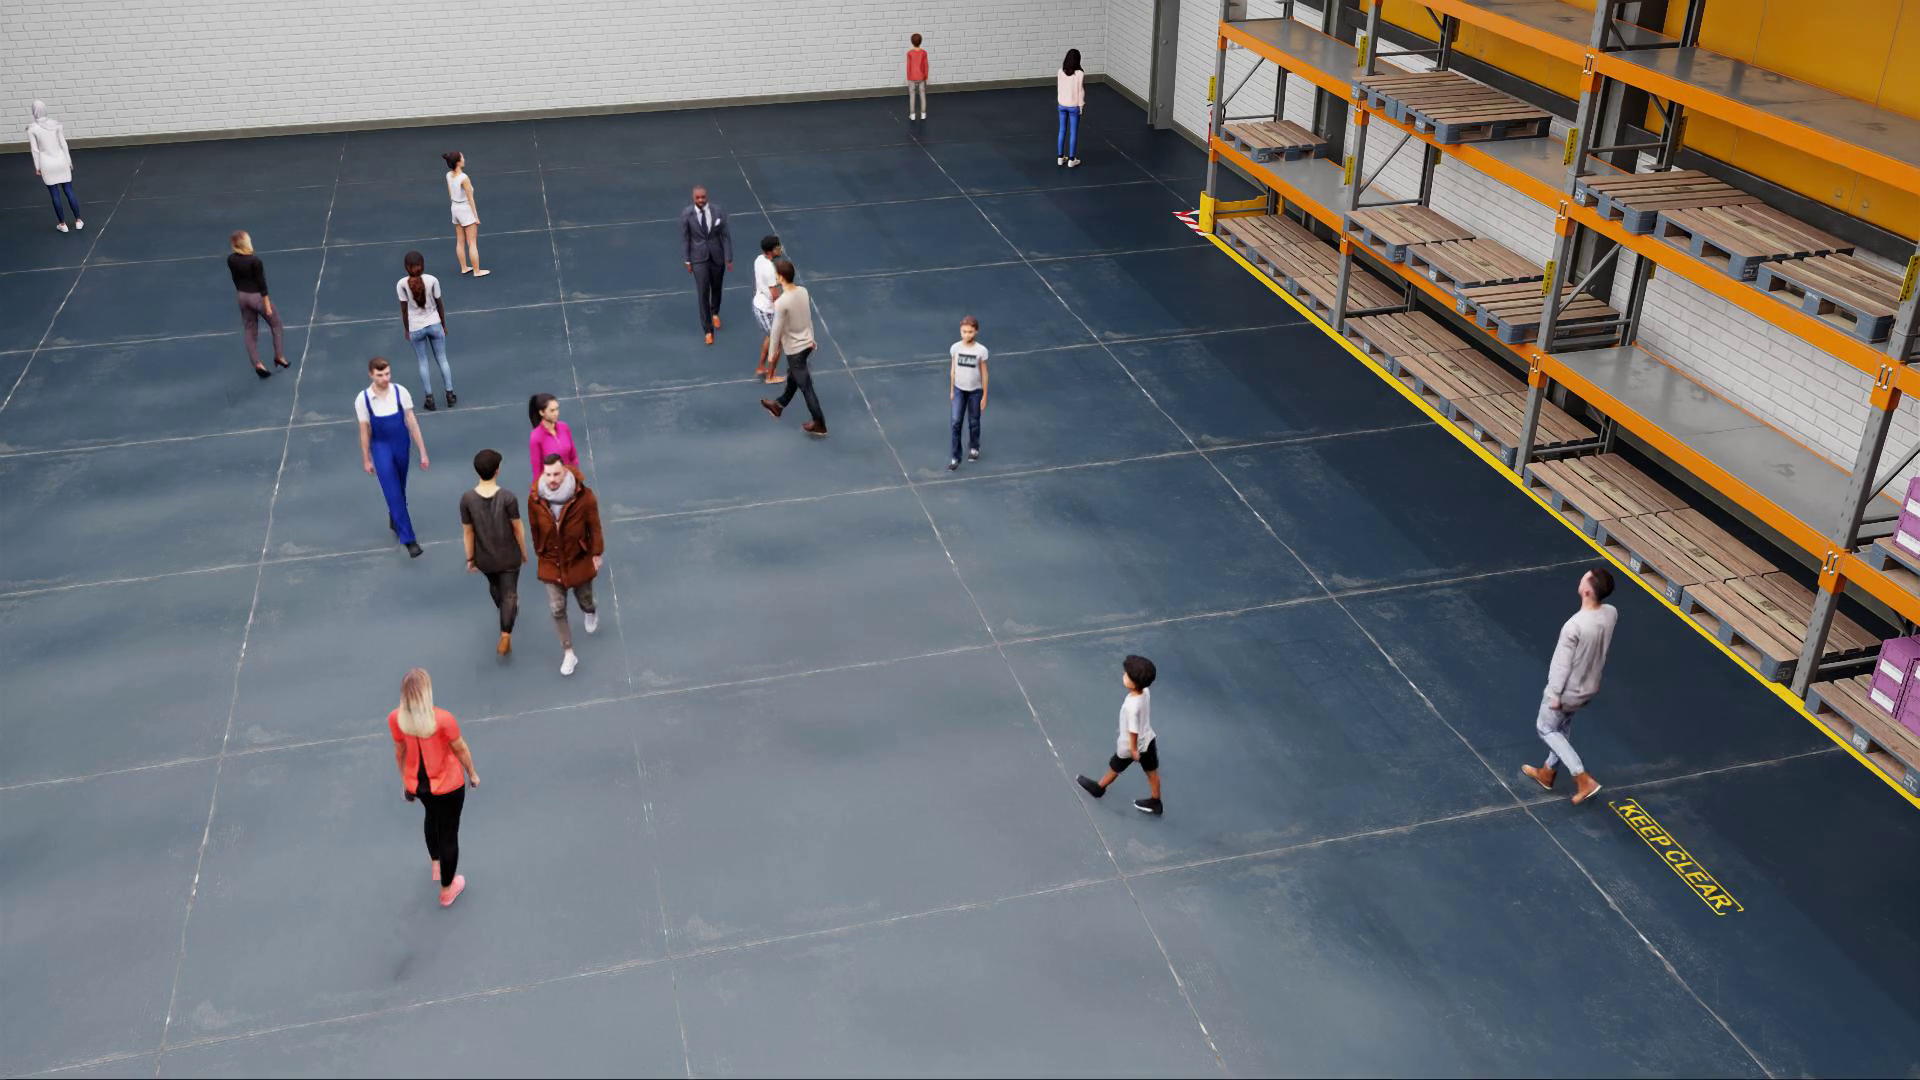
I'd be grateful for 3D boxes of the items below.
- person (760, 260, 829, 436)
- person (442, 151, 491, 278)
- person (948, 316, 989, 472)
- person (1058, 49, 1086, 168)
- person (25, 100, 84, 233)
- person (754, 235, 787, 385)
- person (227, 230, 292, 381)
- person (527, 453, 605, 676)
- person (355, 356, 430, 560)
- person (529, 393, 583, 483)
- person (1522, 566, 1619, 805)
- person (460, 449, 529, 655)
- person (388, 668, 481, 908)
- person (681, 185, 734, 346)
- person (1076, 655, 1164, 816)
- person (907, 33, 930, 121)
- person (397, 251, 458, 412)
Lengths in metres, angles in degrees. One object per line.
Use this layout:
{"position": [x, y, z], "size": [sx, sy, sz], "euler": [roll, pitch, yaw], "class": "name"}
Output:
{"position": [-1.564, -1.883, 16.732], "size": [1.187, 1.822, 1.131], "euler": [16, 33, 27], "class": "person"}
{"position": [-6.303, -4.147, 21.109], "size": [0.657, 1.605, 0.724], "euler": [18, 33, 29], "class": "person"}
{"position": [0.099, -1.493, 16.312], "size": [0.777, 1.539, 0.927], "euler": [6, 29, 11], "class": "person"}
{"position": [1.674, -6.639, 25.511], "size": [0.698, 1.766, 0.770], "euler": [17, 33, 28], "class": "person"}
{"position": [-12.365, -5.105, 22.688], "size": [0.693, 1.775, 0.668], "euler": [-21, 35, -33], "class": "person"}
{"position": [-2.082, -2.479, 17.955], "size": [0.744, 1.698, 0.500], "euler": [-16, 32, -27], "class": "person"}
{"position": [-7.718, -2.518, 18.070], "size": [0.774, 1.656, 0.838], "euler": [7, 29, 12], "class": "person"}
{"position": [-3.074, 0.132, 13.040], "size": [0.813, 1.820, 1.020], "euler": [-2, 29, -3], "class": "person"}
{"position": [-5.066, -0.794, 14.752], "size": [0.959, 1.806, 1.296], "euler": [-19, 34, -30], "class": "person"}
{"position": [-3.517, -0.489, 14.329], "size": [1.048, 1.677, 0.944], "euler": [19, 34, 30], "class": "person"}
{"position": [4.260, 1.020, 11.409], "size": [0.834, 1.823, 1.003], "euler": [-16, 32, -27], "class": "person"}
{"position": [-3.679, 0.126, 13.194], "size": [0.810, 1.683, 1.135], "euler": [0, 29, 0], "class": "person"}
{"position": [-3.346, 1.604, 10.492], "size": [0.728, 1.675, 0.783], "euler": [5, 29, 10], "class": "person"}
{"position": [-2.914, -3.237, 19.261], "size": [0.696, 1.778, 1.171], "euler": [-8, 30, -14], "class": "person"}
{"position": [1.269, 1.365, 11.403], "size": [0.892, 1.223, 0.835], "euler": [15, 32, 25], "class": "person"}
{"position": [-0.721, -7.810, 28.021], "size": [0.543, 1.417, 0.495], "euler": [-4, 29, -7], "class": "person"}
{"position": [-5.597, -2.204, 17.428], "size": [0.605, 1.719, 0.551], "euler": [-12, 31, -20], "class": "person"}
